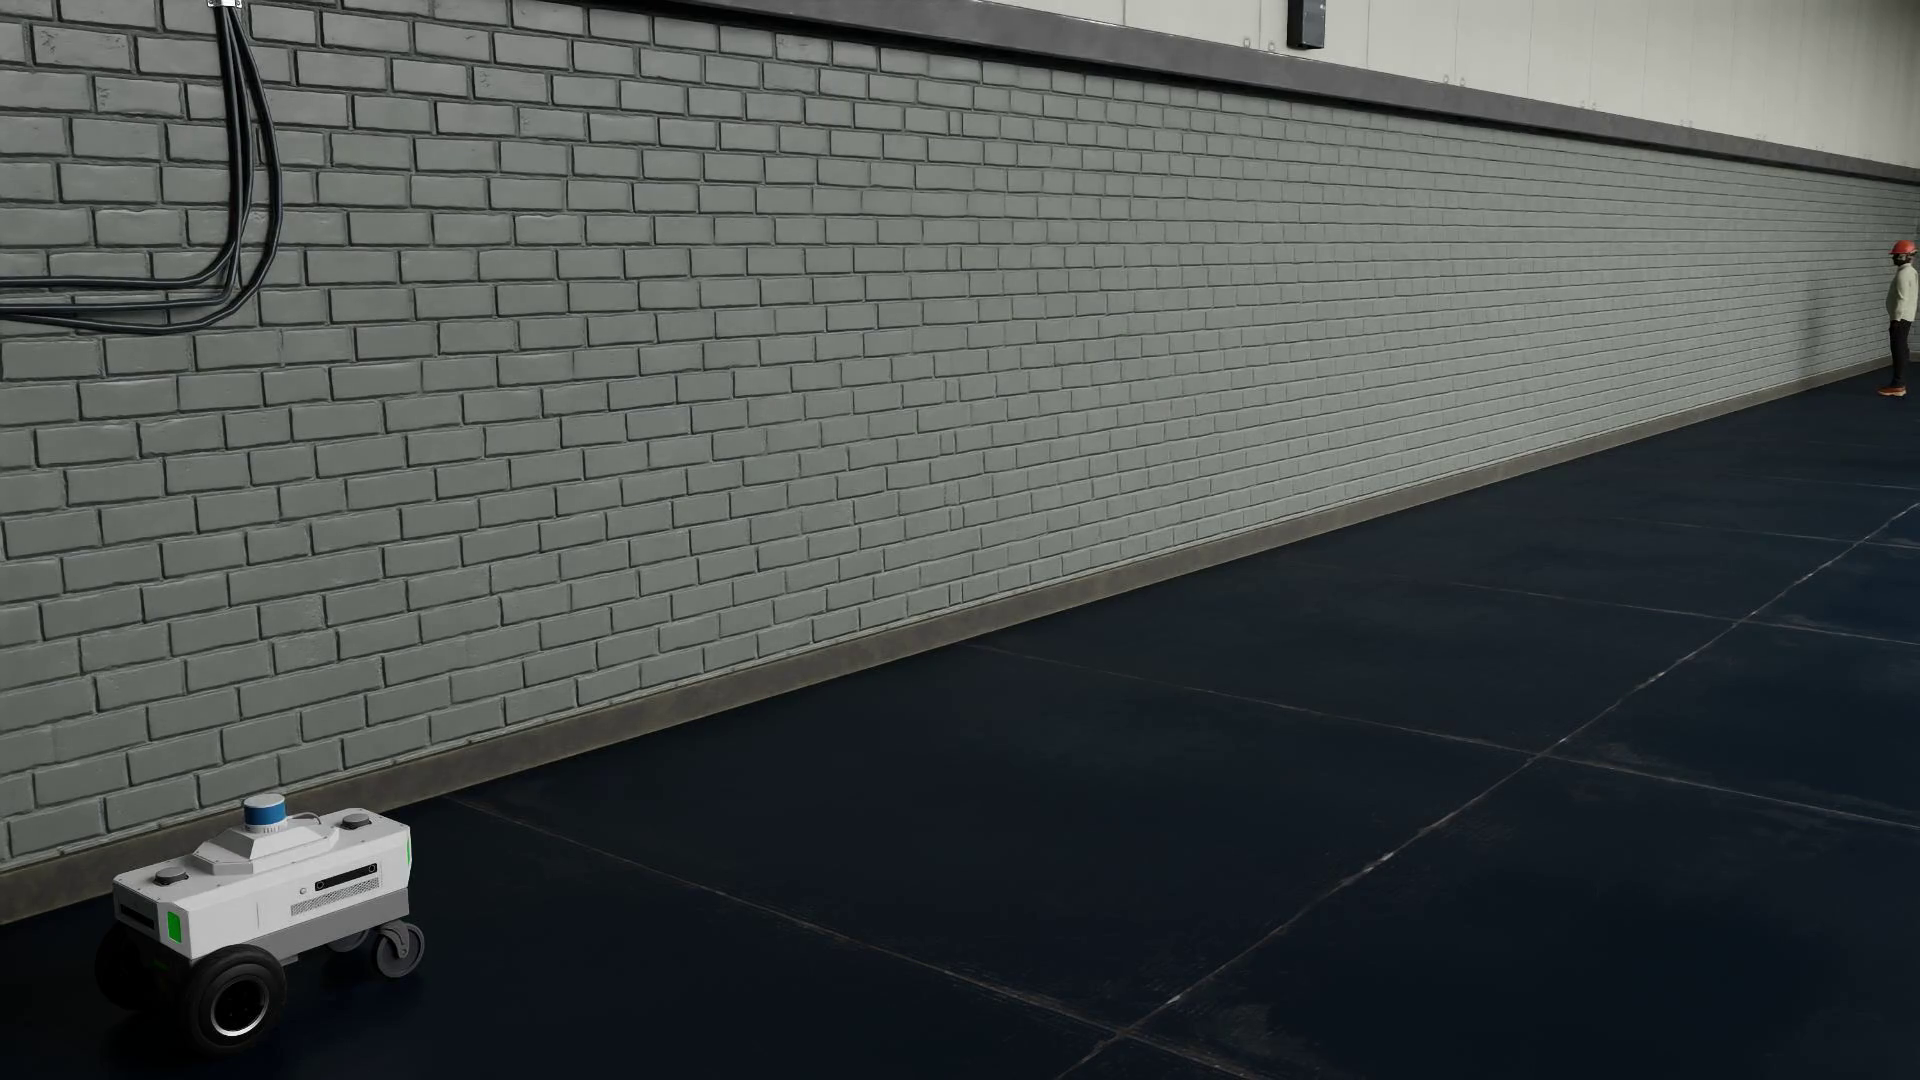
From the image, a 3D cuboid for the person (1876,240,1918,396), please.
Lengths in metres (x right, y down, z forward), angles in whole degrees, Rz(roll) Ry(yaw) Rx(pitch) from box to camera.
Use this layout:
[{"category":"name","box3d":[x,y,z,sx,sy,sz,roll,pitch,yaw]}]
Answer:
[{"category":"person","box3d":[12.194,-2.882,21.606,0.394,1.992,0.622,8,13,38]}]

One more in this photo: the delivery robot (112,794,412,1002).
[{"category":"delivery robot","box3d":[-1.825,0.917,4.407,0.477,0.478,0.707,8,13,38]}]
